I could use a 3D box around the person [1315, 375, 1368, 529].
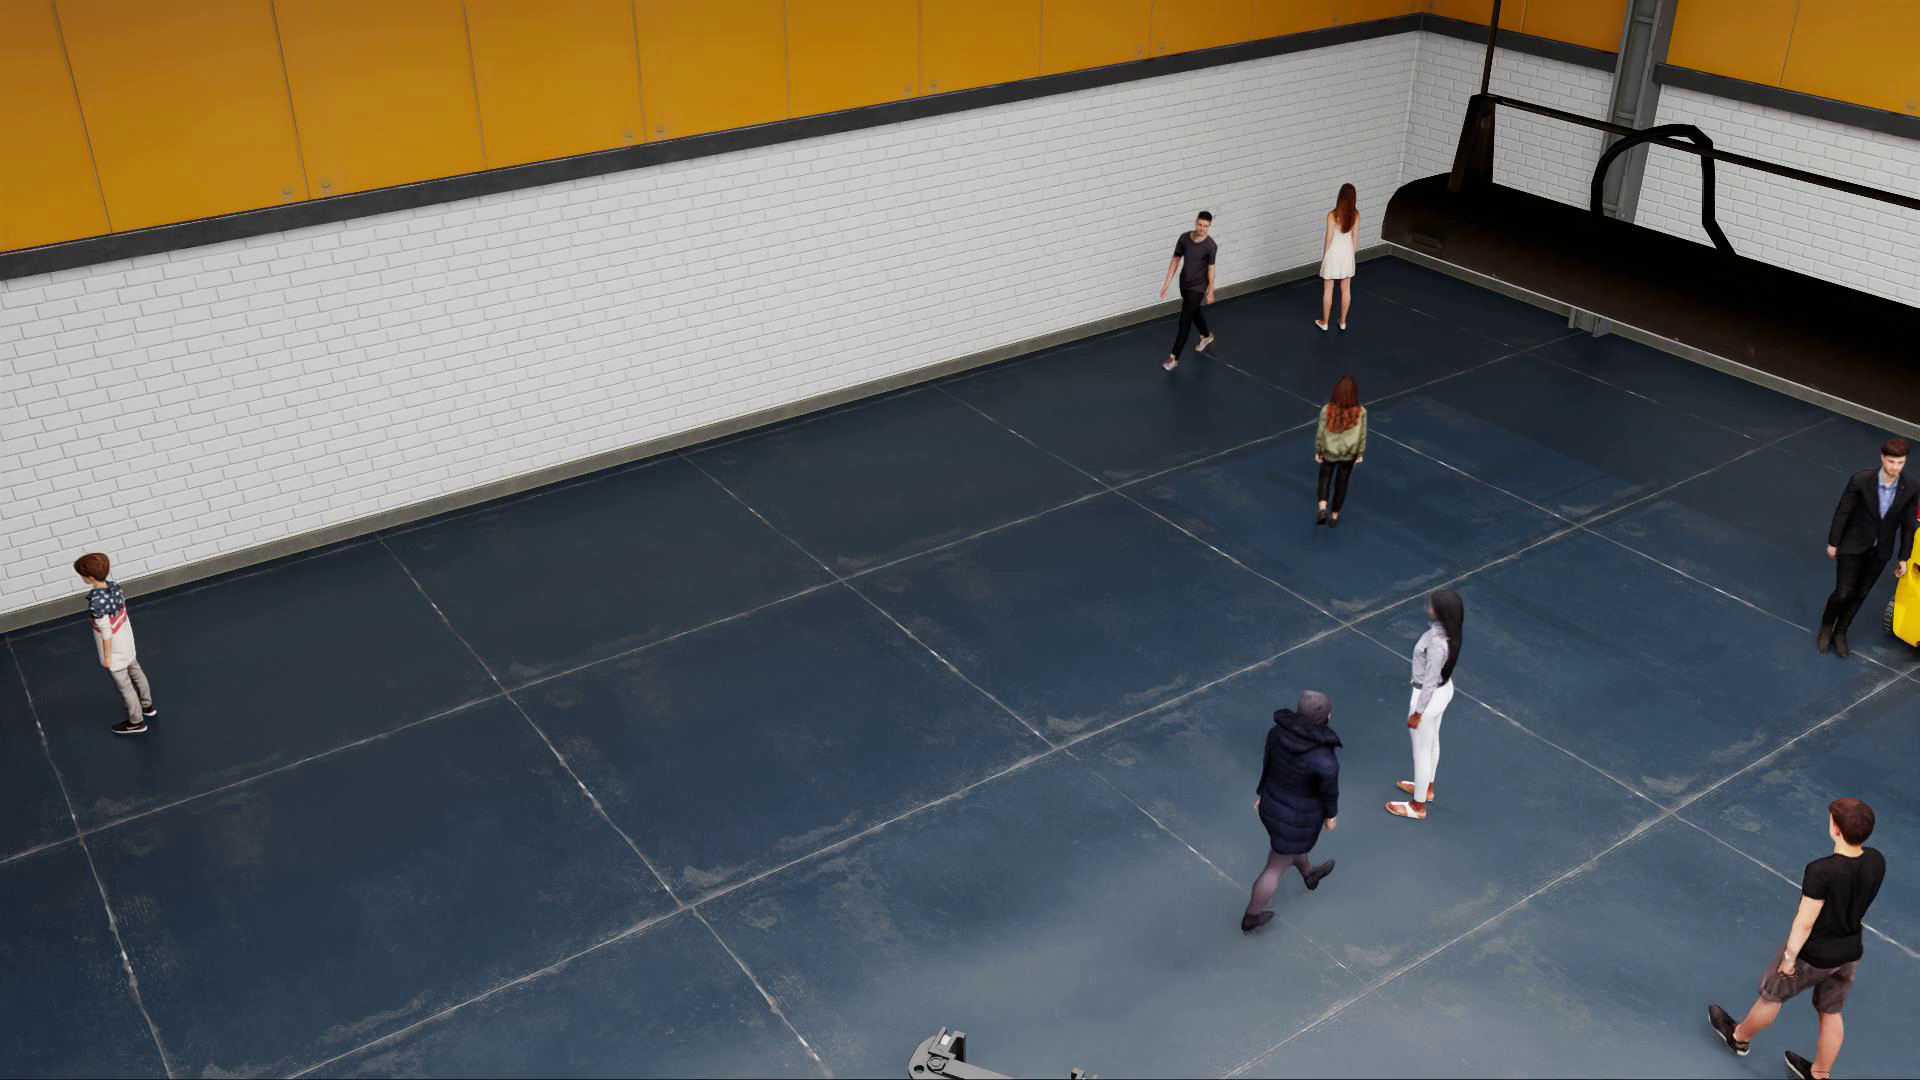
[{"bbox_3d":[3.342,-0.740,14.678,0.784,1.465,0.838,7,29,13],"label":"person"}]

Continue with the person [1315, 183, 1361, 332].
[{"bbox_3d":[4.335,-3.239,18.999,0.644,1.714,0.663,-3,29,-6],"label":"person"}]

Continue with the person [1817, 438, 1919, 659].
[{"bbox_3d":[6.993,0.010,12.878,0.804,1.871,0.863,5,29,9],"label":"person"}]

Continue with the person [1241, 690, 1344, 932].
[{"bbox_3d":[1.953,1.684,10.070,0.724,1.622,0.984,-18,34,-30],"label":"person"}]

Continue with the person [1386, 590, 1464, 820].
[{"bbox_3d":[3.133,1.074,11.081,0.661,1.725,0.668,16,32,26],"label":"person"}]

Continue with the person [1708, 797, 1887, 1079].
[{"bbox_3d":[4.660,2.213,8.868,0.855,1.844,1.029,-9,30,-15],"label":"person"}]

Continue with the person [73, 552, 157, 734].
[{"bbox_3d":[-6.106,0.721,12.022,0.646,1.443,0.553,-1,29,-2],"label":"person"}]

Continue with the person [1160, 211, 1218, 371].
[{"bbox_3d":[2.587,-2.742,18.092,0.857,1.710,1.185,-23,36,-36],"label":"person"}]
